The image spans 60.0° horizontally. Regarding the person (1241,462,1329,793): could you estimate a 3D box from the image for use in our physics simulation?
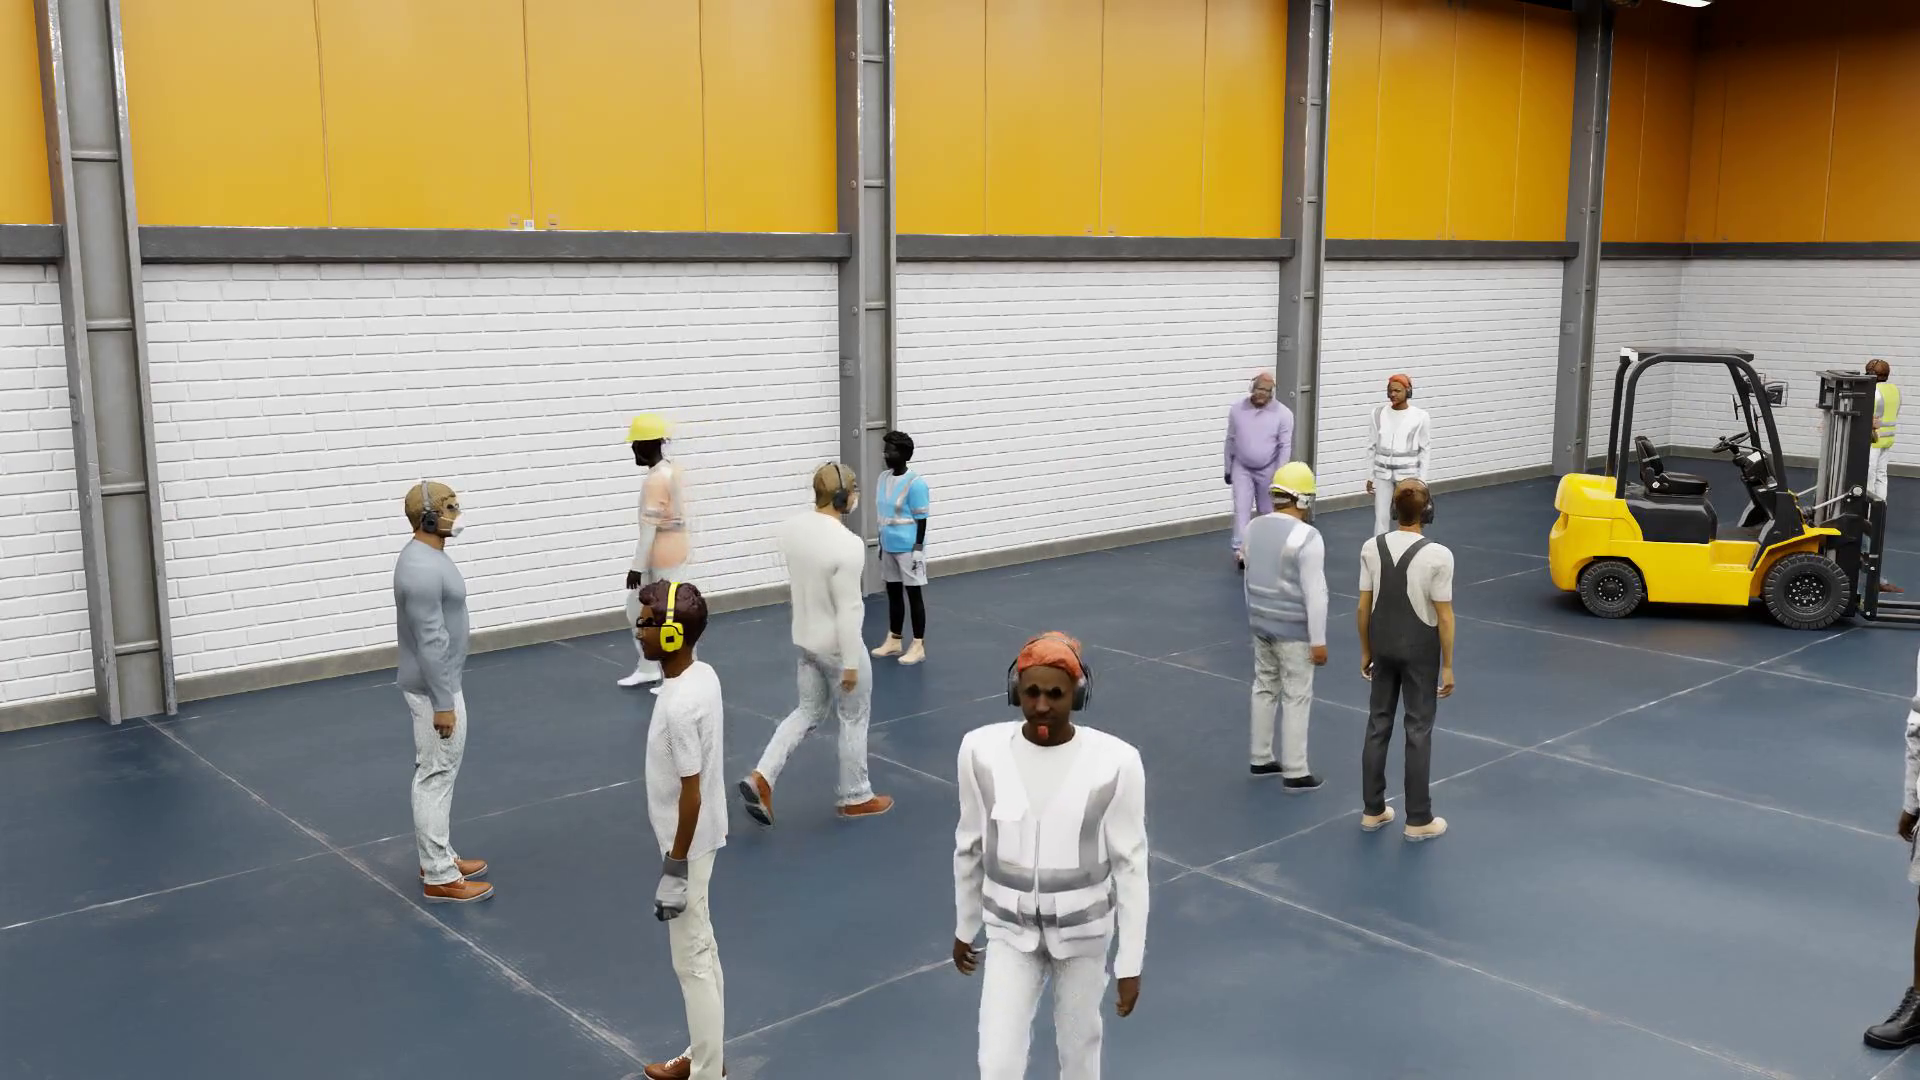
[{"bbox_3d":[1.809,0.481,9.184,0.413,1.822,0.609,-6,11,-30],"label":"person"}]

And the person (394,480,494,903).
[{"bbox_3d":[-2.384,0.686,7.621,0.372,1.940,0.630,-3,10,-18],"label":"person"}]

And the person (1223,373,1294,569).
[{"bbox_3d":[2.802,-0.657,15.743,0.667,1.853,0.943,3,10,19],"label":"person"}]

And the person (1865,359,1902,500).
[{"bbox_3d":[9.793,-1.020,17.894,0.623,1.844,0.429,-6,11,-32],"label":"person"}]

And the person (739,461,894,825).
[{"bbox_3d":[-0.733,0.548,8.518,0.800,1.916,0.638,-8,13,-41],"label":"person"}]

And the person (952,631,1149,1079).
[{"bbox_3d":[0.227,1.207,4.827,0.611,1.853,0.839,2,10,14],"label":"person"}]

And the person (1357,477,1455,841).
[{"bbox_3d":[2.258,0.599,8.409,0.513,1.844,0.336,9,13,42],"label":"person"}]

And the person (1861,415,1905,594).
[{"bbox_3d":[7.792,-0.314,14.506,0.872,1.590,0.509,3,10,19],"label":"person"}]

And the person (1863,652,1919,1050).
[{"bbox_3d":[3.610,0.972,5.949,0.379,1.938,0.547,-4,11,-24],"label":"person"}]

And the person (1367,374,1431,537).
[{"bbox_3d":[3.974,-0.569,15.137,0.574,1.882,0.358,7,12,34],"label":"person"}]

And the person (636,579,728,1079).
[{"bbox_3d":[-0.959,1.052,5.679,0.328,1.872,0.508,-1,10,-5],"label":"person"}]

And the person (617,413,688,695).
[{"bbox_3d":[-2.089,0.113,11.093,0.672,1.903,0.591,-2,10,-10],"label":"person"}]

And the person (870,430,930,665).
[{"bbox_3d":[-0.424,0.052,12.037,0.322,1.696,0.536,-8,12,-38],"label":"person"}]

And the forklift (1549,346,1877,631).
[{"bbox_3d":[6.109,-0.478,13.691,2.313,2.155,1.214,3,10,16],"label":"forklift"}]
